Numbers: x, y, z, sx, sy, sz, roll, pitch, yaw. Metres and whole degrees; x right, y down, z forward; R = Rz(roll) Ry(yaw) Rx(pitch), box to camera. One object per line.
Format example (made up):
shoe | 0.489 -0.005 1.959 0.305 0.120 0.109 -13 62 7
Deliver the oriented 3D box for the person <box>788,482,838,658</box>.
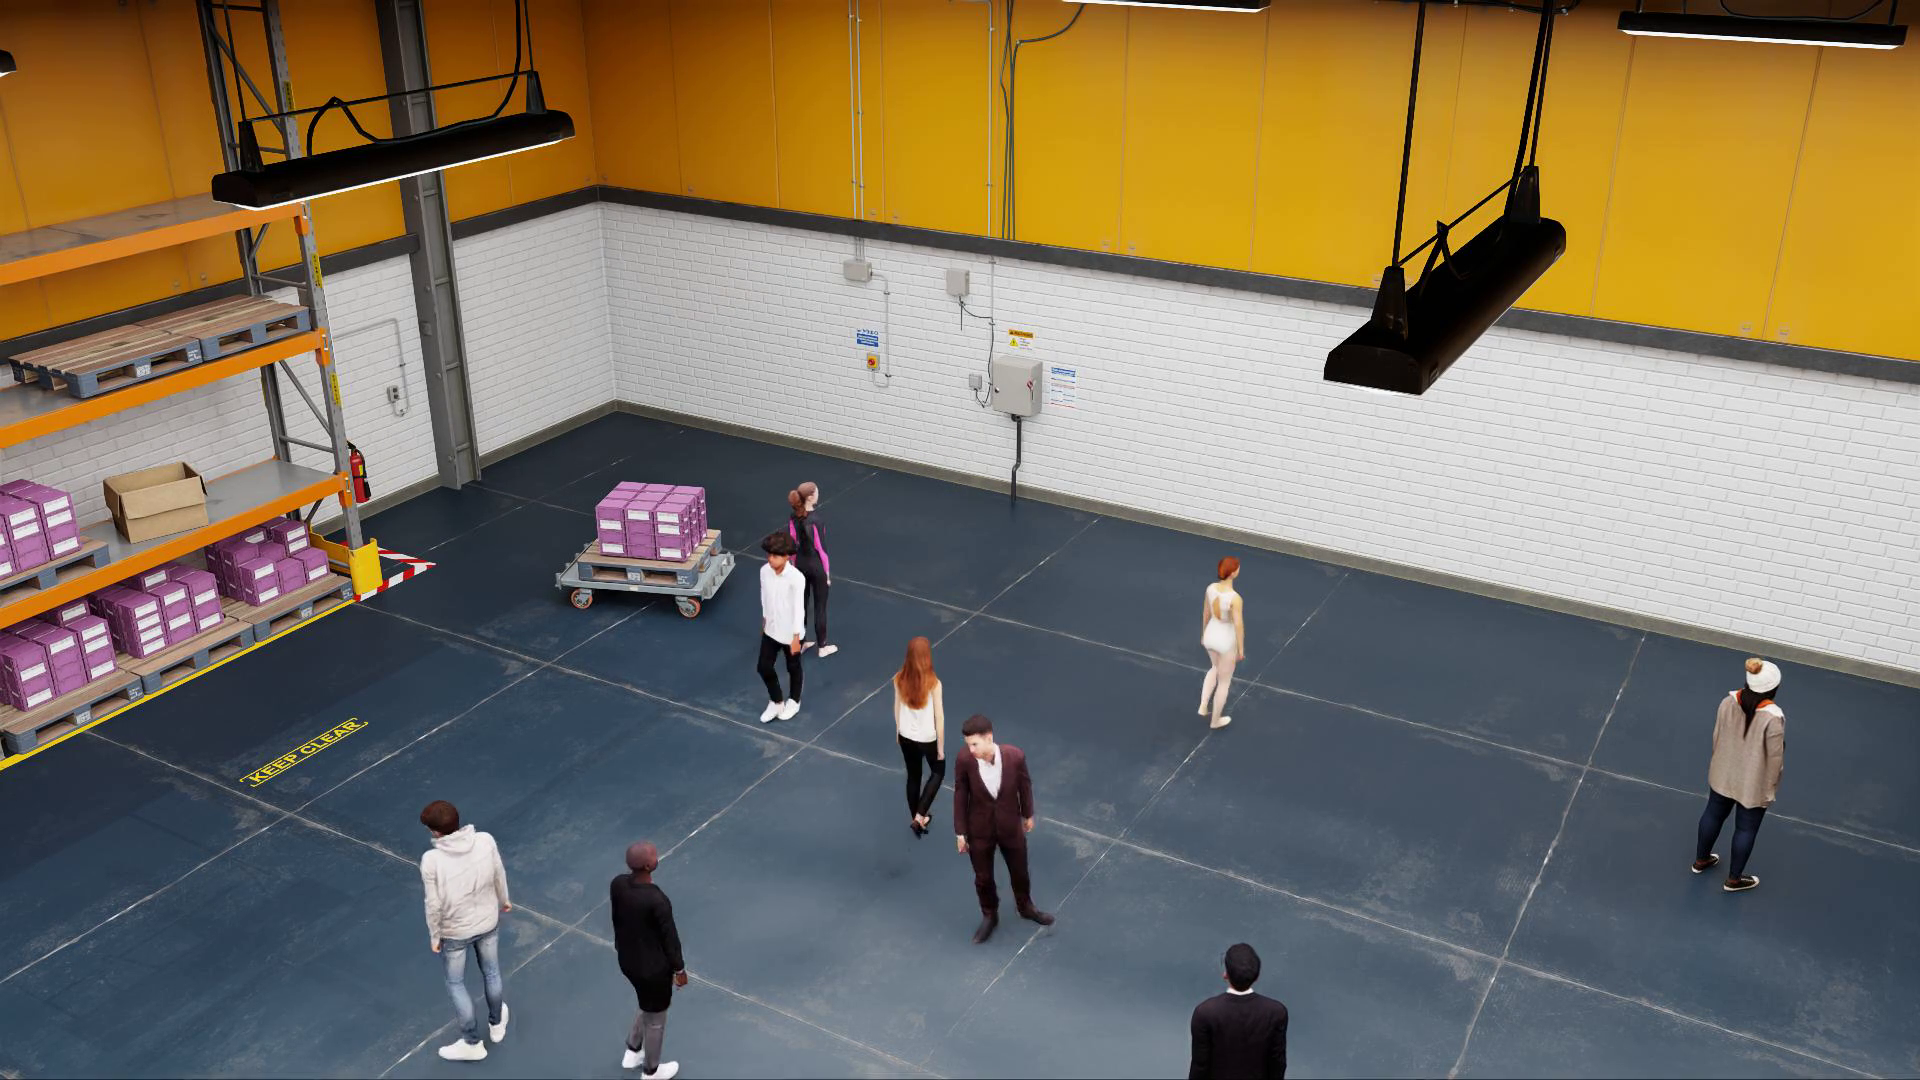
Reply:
person | -1.417 0.275 15.730 0.546 1.748 0.521 13 27 28

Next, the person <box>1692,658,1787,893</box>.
person | 5.779 1.700 12.293 0.827 1.890 0.803 -13 27 -28

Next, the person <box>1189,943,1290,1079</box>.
person | 1.512 3.042 9.231 0.772 1.884 0.777 -2 24 -5

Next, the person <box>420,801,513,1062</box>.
person | -3.130 2.461 10.612 0.797 1.841 0.976 -14 27 -30

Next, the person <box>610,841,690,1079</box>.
person | -1.999 2.661 10.266 0.705 1.753 0.714 20 31 38

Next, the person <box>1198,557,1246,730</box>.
person | 2.208 0.915 14.411 0.667 1.632 0.646 -19 30 -36

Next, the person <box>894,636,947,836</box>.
person | -0.335 1.564 12.821 0.628 1.716 0.696 10 26 23

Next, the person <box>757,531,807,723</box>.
person | -1.500 0.734 14.620 0.642 1.796 0.628 13 27 27

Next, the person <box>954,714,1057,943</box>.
person | 0.280 1.998 11.697 0.966 1.821 0.935 -7 25 -16
